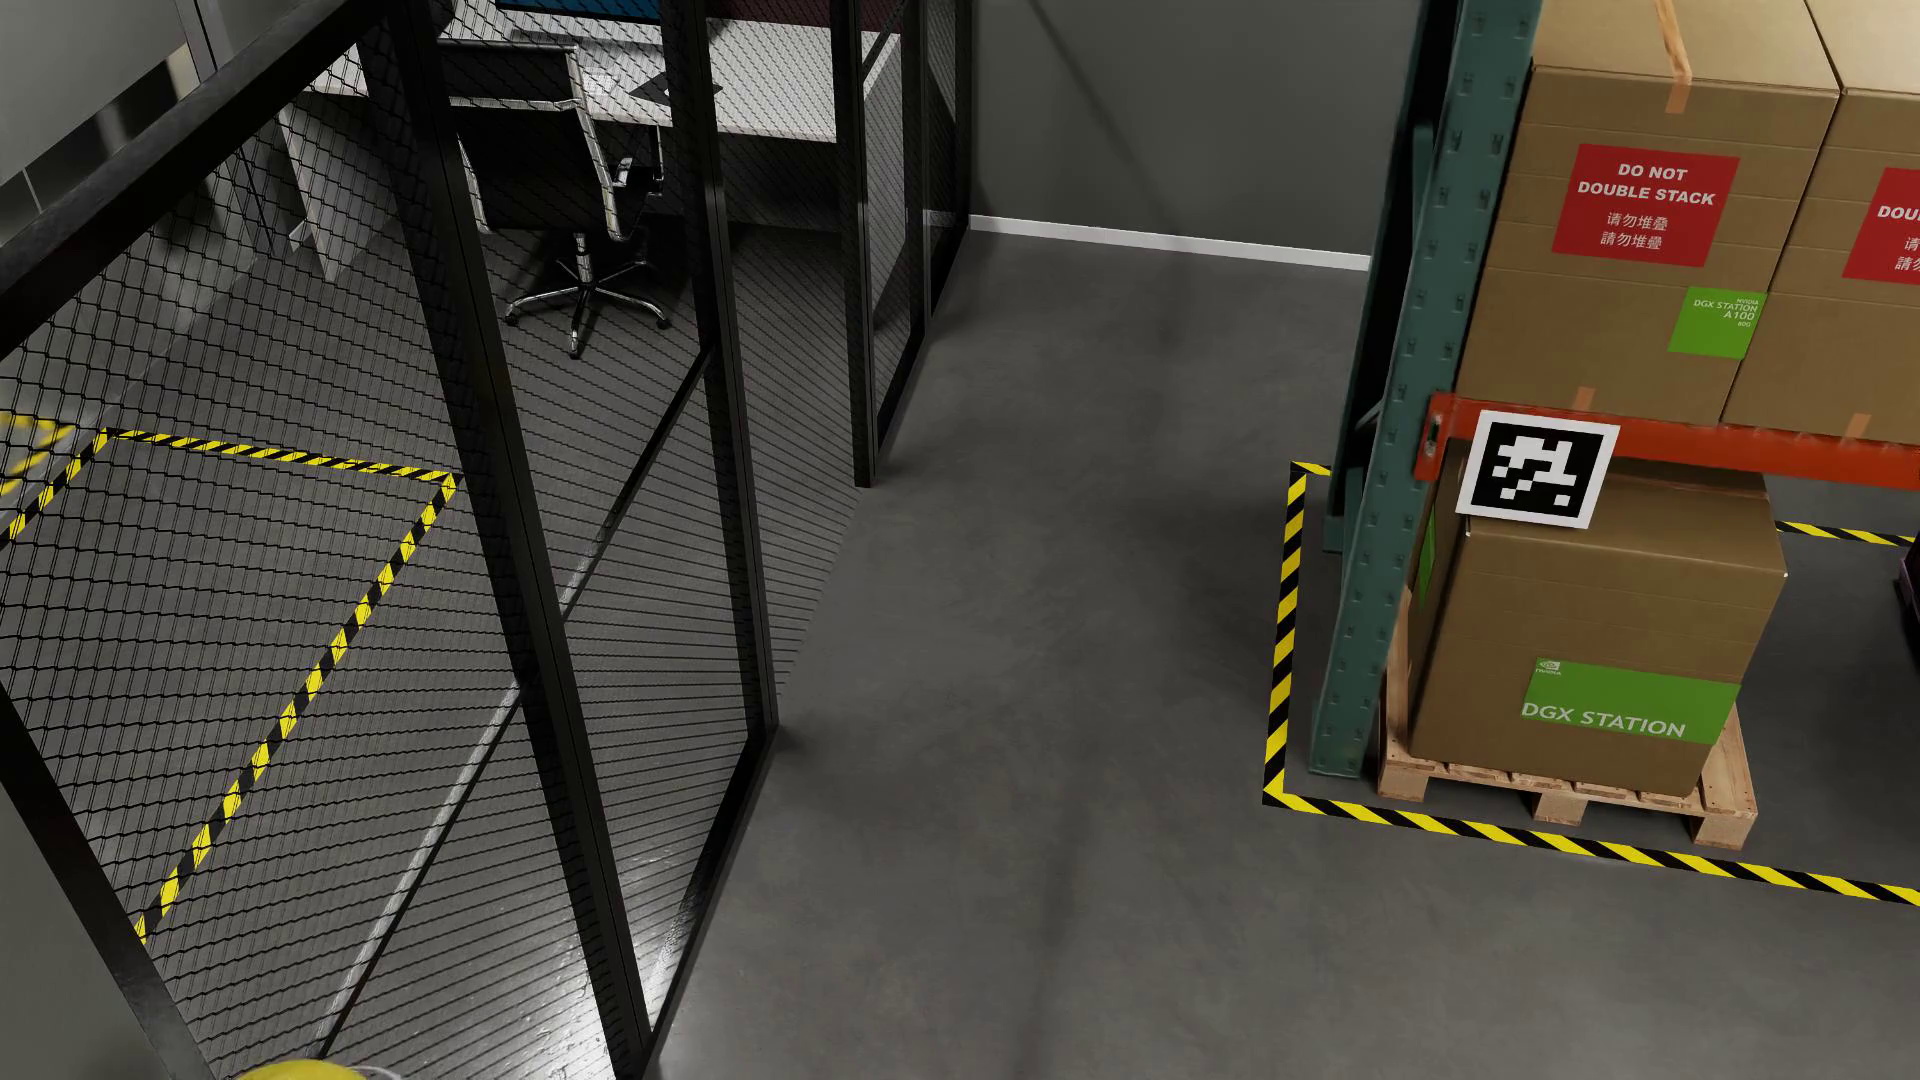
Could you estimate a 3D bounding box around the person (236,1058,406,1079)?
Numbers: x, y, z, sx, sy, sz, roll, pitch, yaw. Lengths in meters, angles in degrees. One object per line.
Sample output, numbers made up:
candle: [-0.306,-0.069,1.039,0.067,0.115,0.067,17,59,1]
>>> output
person: [-0.667,1.226,2.164,0.588,1.835,0.404,14,43,16]
